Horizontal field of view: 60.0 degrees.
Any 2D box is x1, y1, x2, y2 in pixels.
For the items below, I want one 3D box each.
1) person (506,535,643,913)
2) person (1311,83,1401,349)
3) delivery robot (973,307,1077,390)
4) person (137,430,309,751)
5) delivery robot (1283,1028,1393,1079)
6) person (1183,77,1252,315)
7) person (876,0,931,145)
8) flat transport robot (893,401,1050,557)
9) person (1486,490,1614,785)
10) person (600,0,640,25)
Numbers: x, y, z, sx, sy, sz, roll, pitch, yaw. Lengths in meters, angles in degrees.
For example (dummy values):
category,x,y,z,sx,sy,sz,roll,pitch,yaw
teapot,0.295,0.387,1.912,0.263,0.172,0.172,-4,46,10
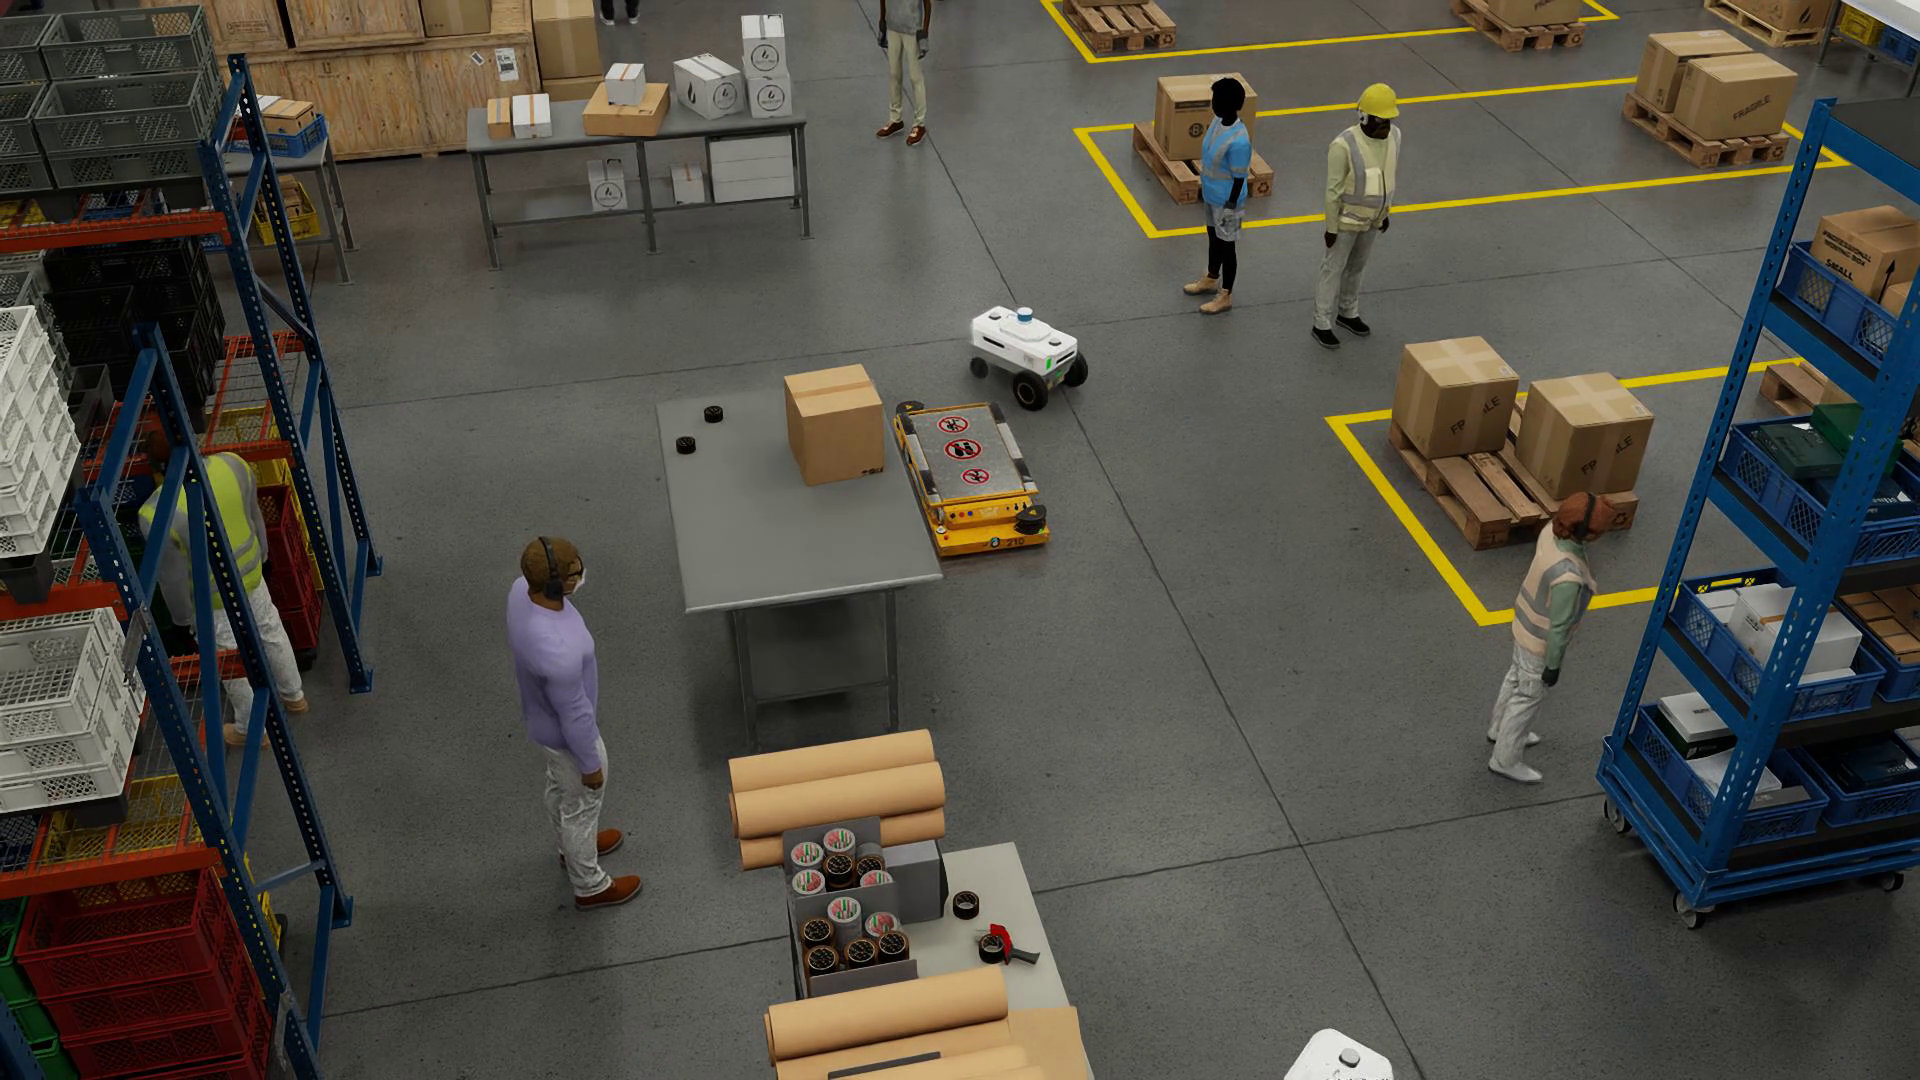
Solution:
category,x,y,z,sx,sy,sz,roll,pitch,yaw
person,-1.670,0.785,7.097,0.358,1.931,0.629,-17,40,-21
person,2.680,-2.180,11.161,0.592,1.834,0.404,-22,42,-26
delivery robot,0.421,-1.299,10.965,0.707,0.478,0.477,28,45,32
person,-3.547,0.209,7.945,0.429,1.839,0.633,14,39,19
delivery robot,1.342,2.191,6.274,0.477,0.478,0.707,24,43,29
person,1.817,-2.394,11.565,0.320,1.692,0.531,-8,37,-10
person,-0.477,-4.256,13.920,0.514,1.872,0.328,21,41,25
flat transport robot,0.046,-0.430,10.108,0.652,0.197,1.431,-8,37,-10
person,2.737,0.446,7.800,0.313,1.631,0.528,6,37,8
person,-3.409,-5.996,16.232,0.613,1.906,0.398,-11,38,-15
